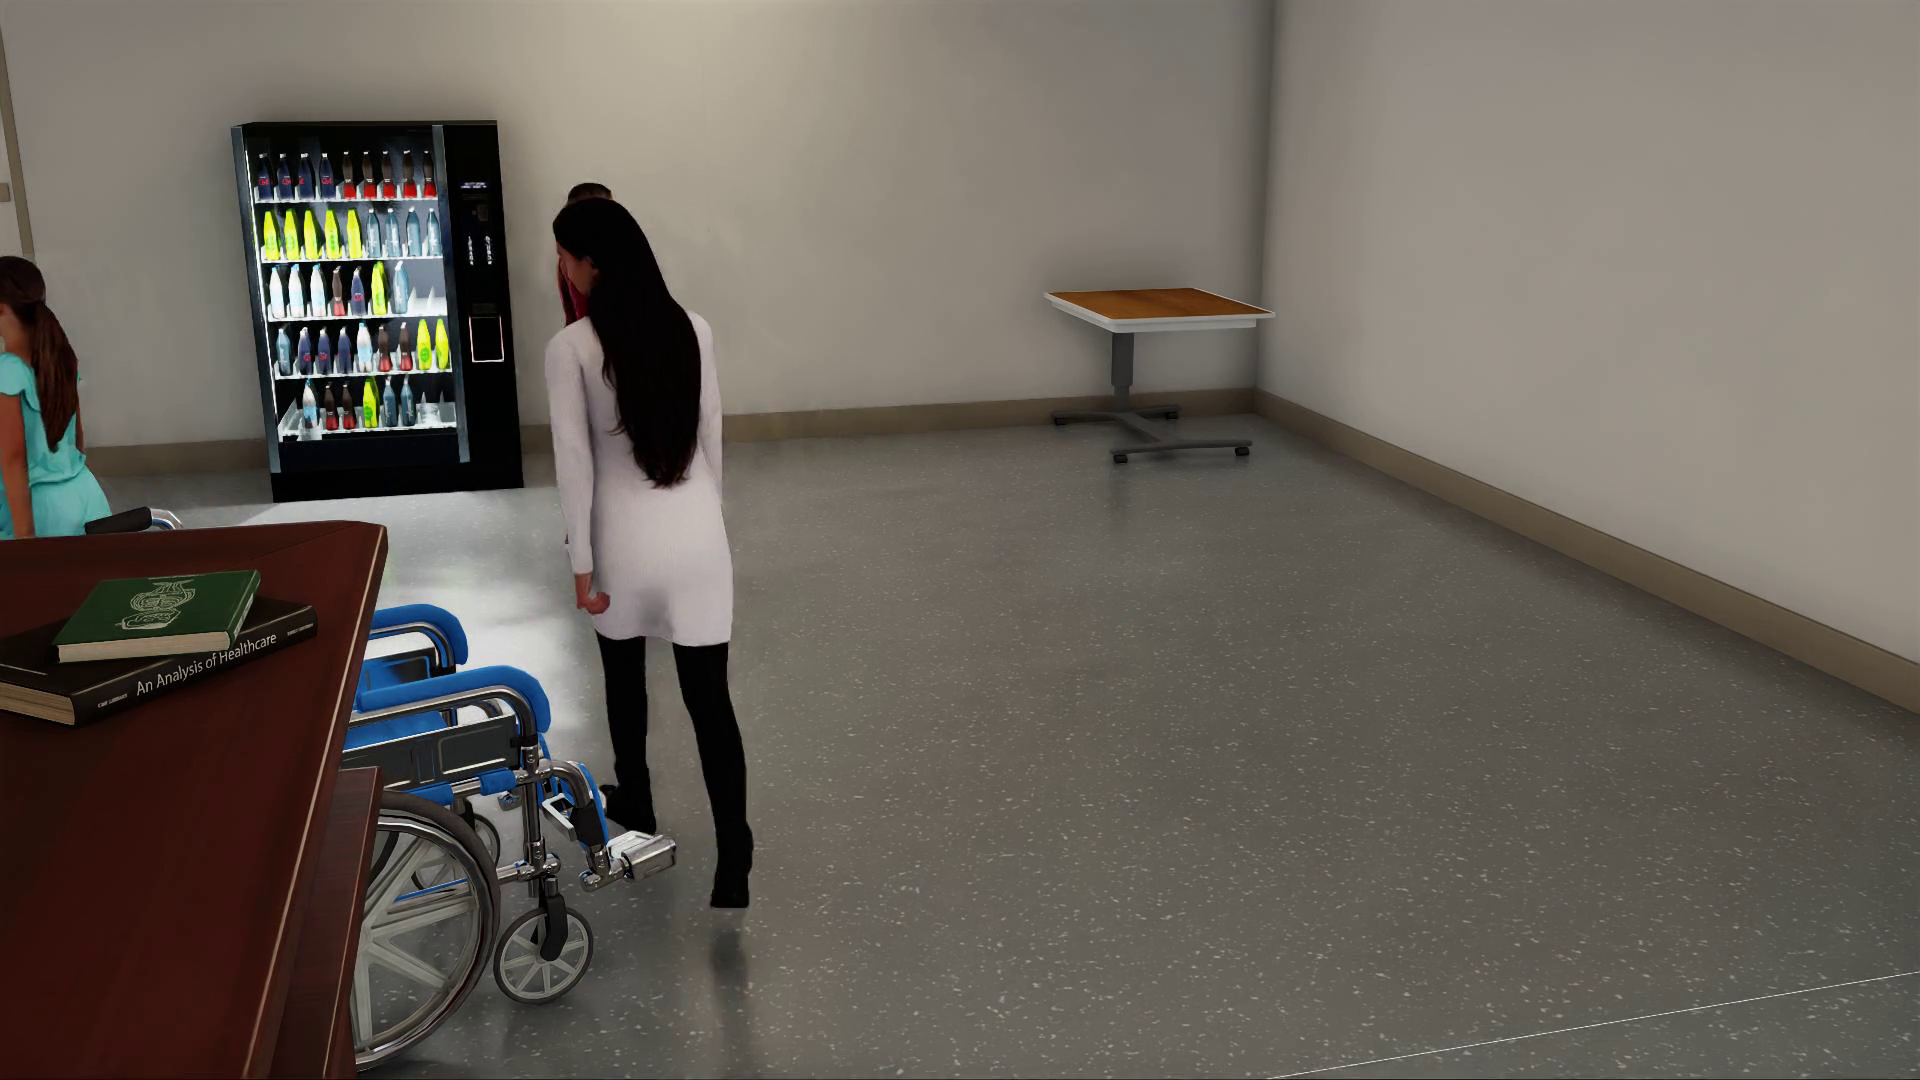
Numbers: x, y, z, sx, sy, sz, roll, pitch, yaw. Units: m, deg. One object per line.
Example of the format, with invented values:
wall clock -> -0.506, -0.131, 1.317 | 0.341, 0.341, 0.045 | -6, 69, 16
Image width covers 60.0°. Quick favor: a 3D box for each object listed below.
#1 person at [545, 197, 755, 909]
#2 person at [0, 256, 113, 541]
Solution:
person -> -0.716, 0.088, 4.119 | 1.176, 1.755, 0.891 | -8, 17, -25
person -> -2.729, -0.076, 5.101 | 0.962, 1.537, 0.803 | 3, 16, 12
